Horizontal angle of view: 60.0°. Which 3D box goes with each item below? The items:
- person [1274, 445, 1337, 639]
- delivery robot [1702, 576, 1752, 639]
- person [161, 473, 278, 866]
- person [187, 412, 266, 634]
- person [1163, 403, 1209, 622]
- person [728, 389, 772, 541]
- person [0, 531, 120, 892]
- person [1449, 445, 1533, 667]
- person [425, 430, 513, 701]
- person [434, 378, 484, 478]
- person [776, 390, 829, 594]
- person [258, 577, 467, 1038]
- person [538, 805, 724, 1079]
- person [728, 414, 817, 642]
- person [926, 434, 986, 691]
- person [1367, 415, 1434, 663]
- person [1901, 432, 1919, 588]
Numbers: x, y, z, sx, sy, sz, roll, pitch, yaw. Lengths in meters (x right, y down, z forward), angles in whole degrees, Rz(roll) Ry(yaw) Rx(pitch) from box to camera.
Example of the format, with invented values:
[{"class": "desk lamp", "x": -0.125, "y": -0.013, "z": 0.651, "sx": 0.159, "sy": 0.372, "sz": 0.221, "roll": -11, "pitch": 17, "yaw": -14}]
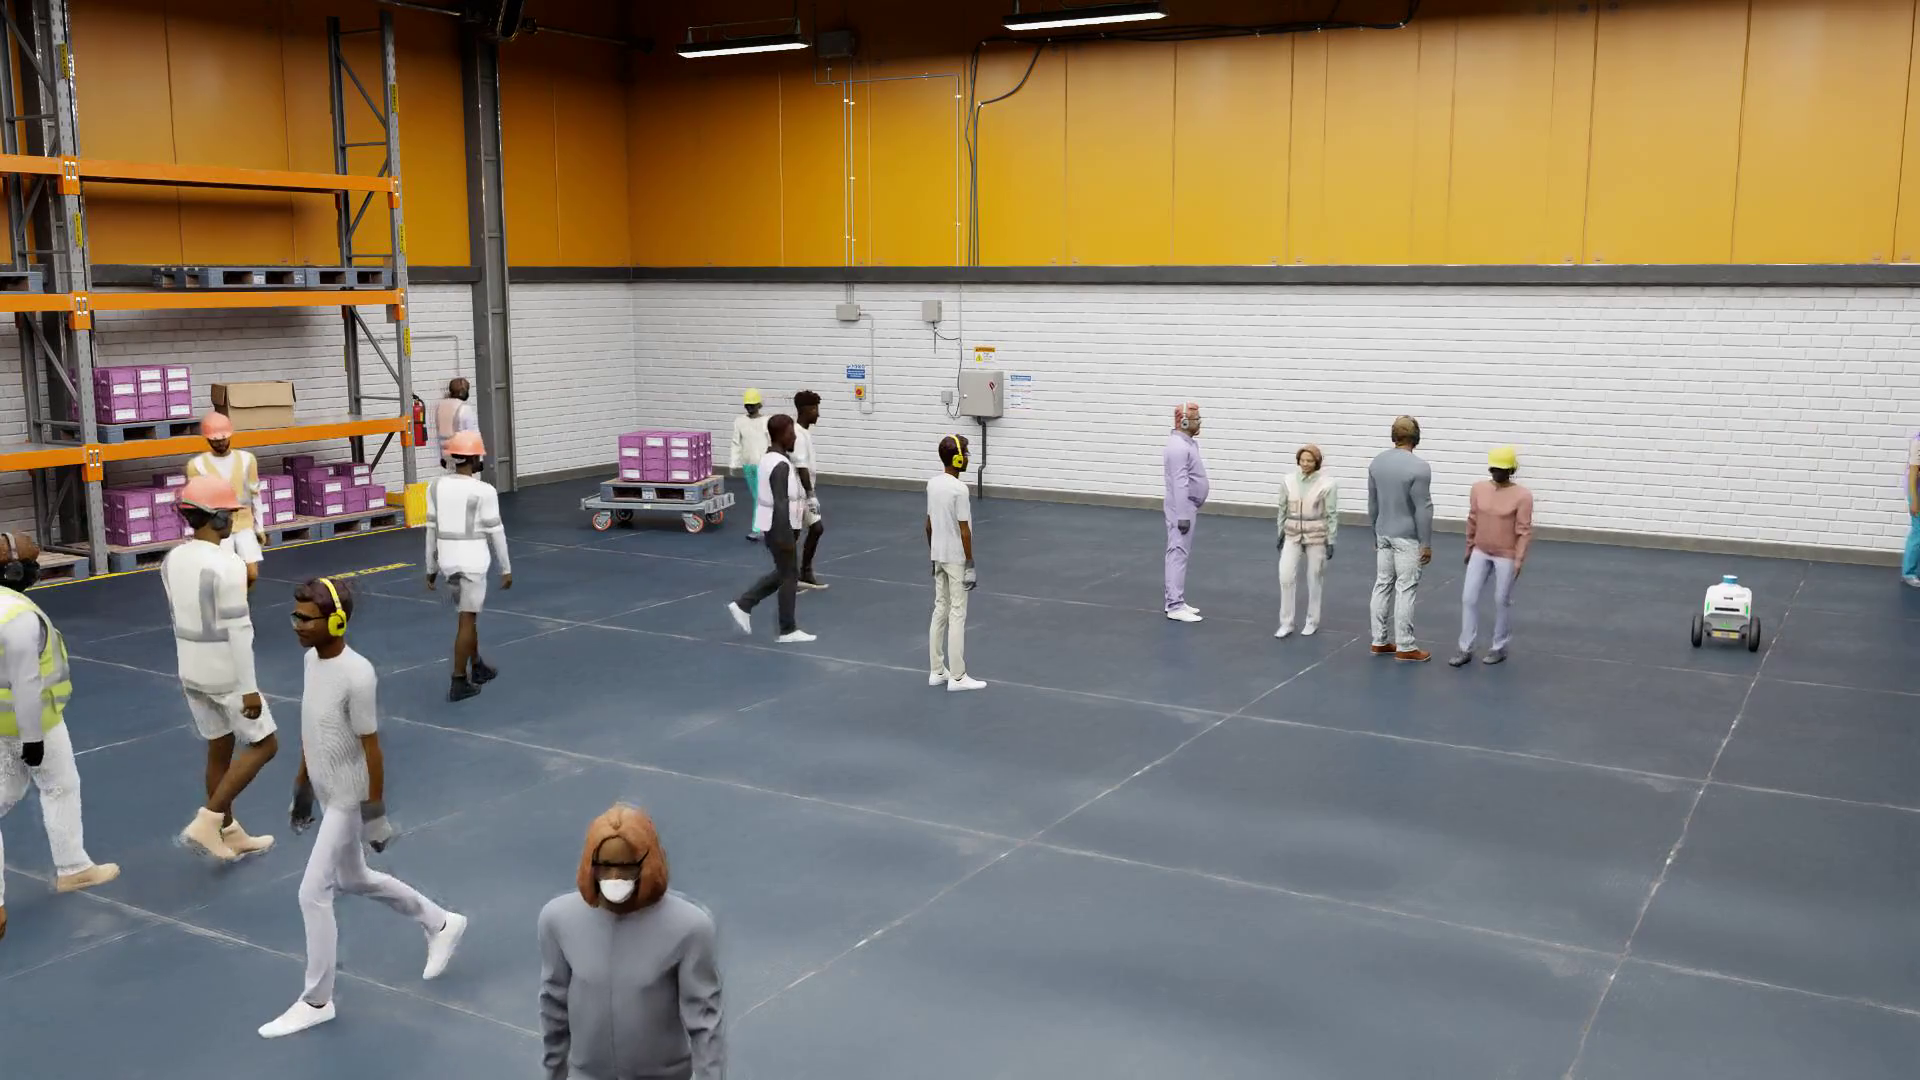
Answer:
[{"class": "person", "x": 2.840, "y": 0.023, "z": 13.769, "sx": 0.551, "sy": 1.609, "sz": 0.656, "roll": 6, "pitch": 11, "yaw": 32}, {"class": "delivery robot", "x": 6.287, "y": 0.535, "z": 13.611, "sx": 0.477, "sy": 0.478, "sz": 0.707, "roll": 4, "pitch": 10, "yaw": 25}, {"class": "person", "x": -3.757, "y": 0.677, "z": 8.411, "sx": 0.643, "sy": 2.031, "sz": 0.475, "roll": 6, "pitch": 11, "yaw": 33}, {"class": "person", "x": -5.977, "y": -0.095, "z": 13.598, "sx": 0.568, "sy": 1.915, "sz": 0.421, "roll": -6, "pitch": 11, "yaw": -34}, {"class": "person", "x": 1.978, "y": -0.251, "z": 14.601, "sx": 0.406, "sy": 1.911, "sz": 0.636, "roll": 1, "pitch": 9, "yaw": 6}, {"class": "person", "x": -2.363, "y": -0.842, "z": 18.870, "sx": 0.531, "sy": 1.728, "sz": 0.866, "roll": 4, "pitch": 10, "yaw": 21}, {"class": "person", "x": -4.571, "y": 0.861, "z": 7.954, "sx": 0.633, "sy": 1.814, "sz": 0.824, "roll": 7, "pitch": 12, "yaw": 38}, {"class": "person", "x": 4.065, "y": 0.134, "z": 12.718, "sx": 0.543, "sy": 1.728, "sz": 0.720, "roll": 8, "pitch": 12, "yaw": 41}, {"class": "person", "x": -3.490, "y": 0.160, "z": 12.017, "sx": 0.579, "sy": 1.904, "sz": 0.831, "roll": 3, "pitch": 10, "yaw": 19}, {"class": "person", "x": -5.757, "y": -0.968, "z": 19.312, "sx": 0.653, "sy": 1.830, "sz": 0.521, "roll": 7, "pitch": 11, "yaw": 36}, {"class": "person", "x": -1.469, "y": -0.446, "z": 15.719, "sx": 0.635, "sy": 1.940, "sz": 0.639, "roll": 0, "pitch": 9, "yaw": 2}, {"class": "person", "x": -2.469, "y": 1.035, "z": 6.816, "sx": 0.859, "sy": 1.842, "sz": 0.522, "roll": -7, "pitch": 12, "yaw": -38}, {"class": "person", "x": -0.902, "y": 1.519, "z": 4.481, "sx": 0.532, "sy": 1.594, "sz": 0.790, "roll": 0, "pitch": 9, "yaw": 1}, {"class": "person", "x": -1.531, "y": -0.087, "z": 13.603, "sx": 0.619, "sy": 1.902, "sz": 0.595, "roll": -2, "pitch": 9, "yaw": -13}, {"class": "person", "x": -0.047, "y": 0.168, "z": 12.138, "sx": 0.328, "sy": 1.861, "sz": 0.514, "roll": -7, "pitch": 11, "yaw": -35}, {"class": "person", "x": 3.452, "y": -0.011, "z": 13.007, "sx": 0.362, "sy": 1.939, "sz": 0.636, "roll": -5, "pitch": 10, "yaw": -28}, {"class": "person", "x": 9.287, "y": -0.420, "z": 15.961, "sx": 0.584, "sy": 1.805, "sz": 0.509, "roll": -2, "pitch": 9, "yaw": -12}]
